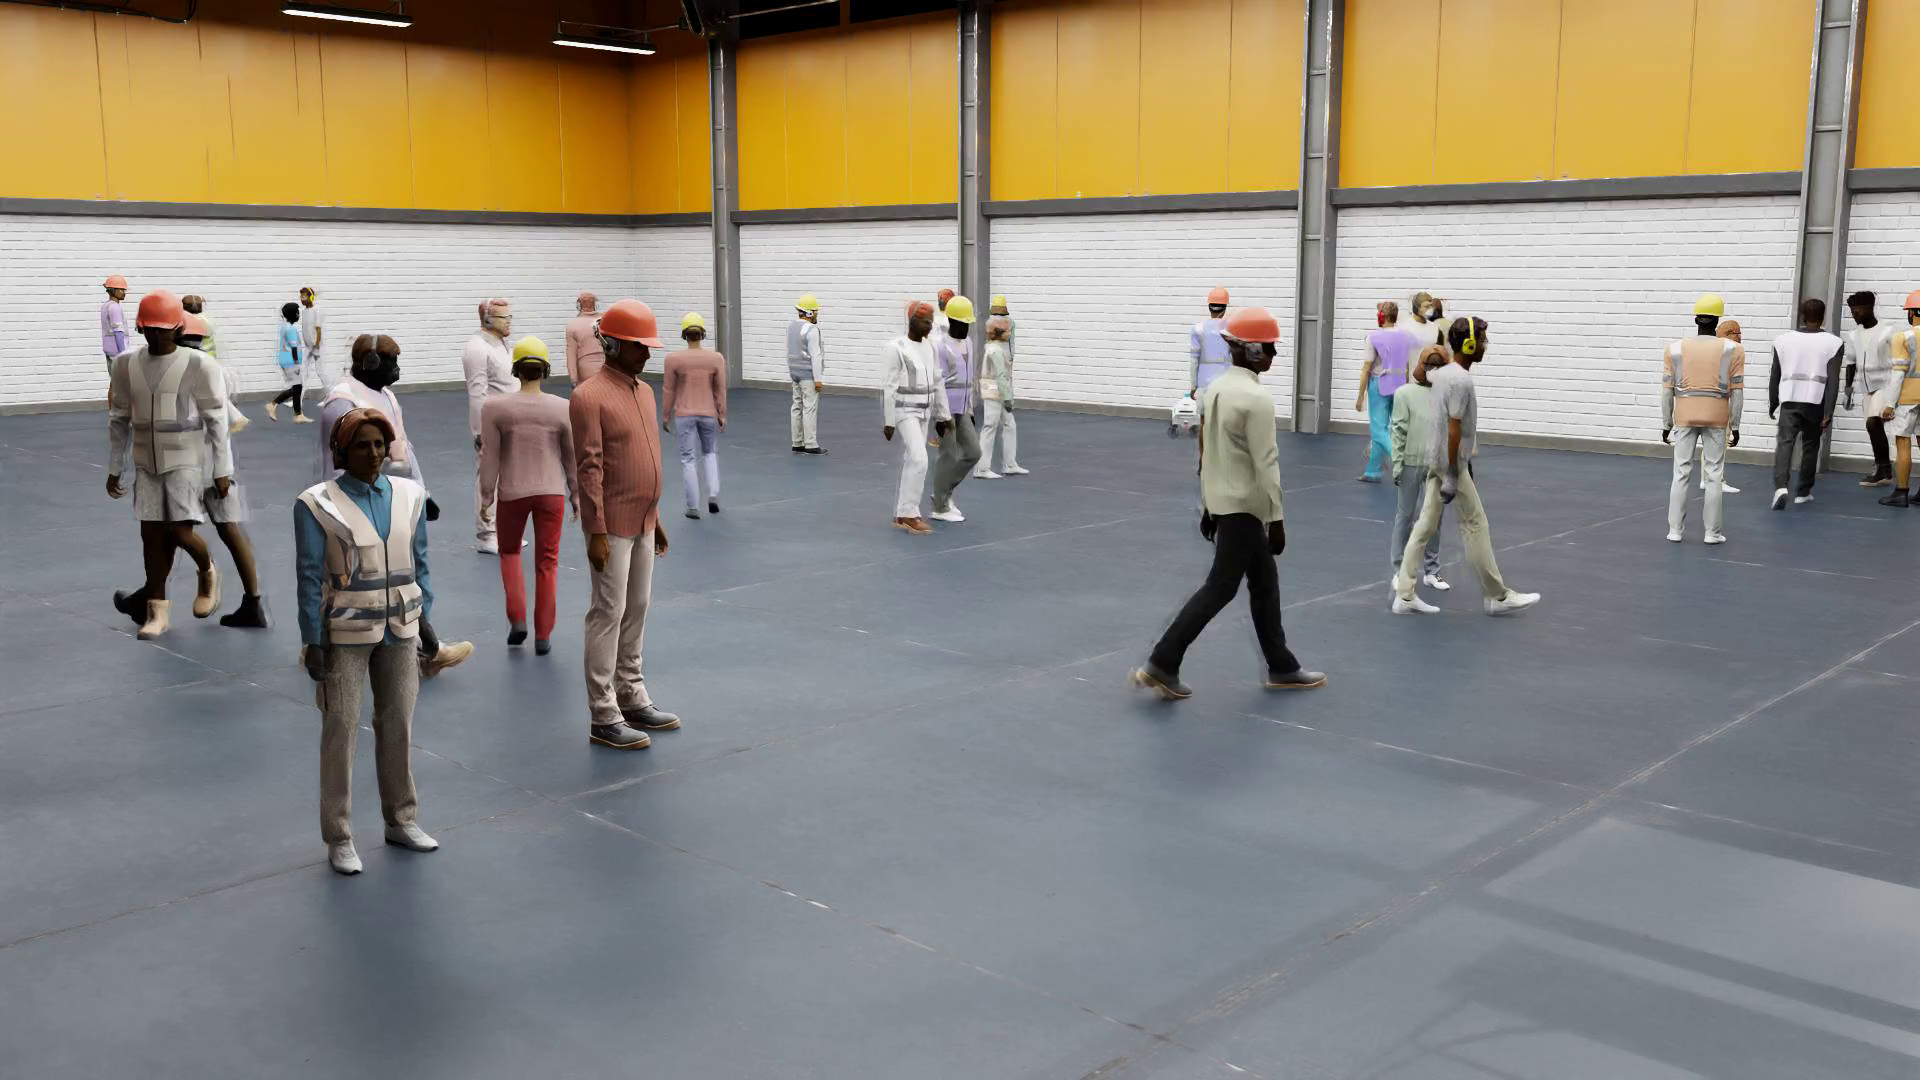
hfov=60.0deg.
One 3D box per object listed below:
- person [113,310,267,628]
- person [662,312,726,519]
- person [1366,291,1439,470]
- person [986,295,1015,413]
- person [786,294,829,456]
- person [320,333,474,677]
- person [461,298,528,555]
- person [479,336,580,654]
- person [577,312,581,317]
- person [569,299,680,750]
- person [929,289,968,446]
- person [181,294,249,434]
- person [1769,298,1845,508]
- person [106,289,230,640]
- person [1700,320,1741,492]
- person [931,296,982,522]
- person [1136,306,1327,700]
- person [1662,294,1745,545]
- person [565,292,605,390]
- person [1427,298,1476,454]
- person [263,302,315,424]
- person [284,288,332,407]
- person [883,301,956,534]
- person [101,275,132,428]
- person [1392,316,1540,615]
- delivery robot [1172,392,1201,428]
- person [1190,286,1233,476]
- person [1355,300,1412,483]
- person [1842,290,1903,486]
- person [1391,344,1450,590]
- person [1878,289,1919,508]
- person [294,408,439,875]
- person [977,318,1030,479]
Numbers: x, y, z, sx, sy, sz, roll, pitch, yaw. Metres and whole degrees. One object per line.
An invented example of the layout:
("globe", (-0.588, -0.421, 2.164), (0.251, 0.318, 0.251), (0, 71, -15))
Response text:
("person", (-4.574, -0.407, 9.833), (1.016, 1.868, 0.554), (3, 10, 17))
("person", (-2.270, -1.055, 14.171), (0.531, 1.756, 0.421), (-4, 10, -22))
("person", (4.667, -1.630, 17.260), (0.644, 1.905, 0.979), (-6, 11, -34))
("person", (0.552, -2.585, 23.569), (0.493, 1.743, 0.296), (-6, 11, -33))
("person", (-1.737, -1.872, 18.925), (0.403, 1.831, 0.595), (-7, 12, -36))
("person", (-3.062, -0.184, 8.720), (0.944, 1.786, 0.631), (0, 9, -2))
("person", (-3.460, -0.853, 12.455), (0.403, 1.906, 0.650), (0, 9, 3))
("person", (-2.367, -0.248, 9.193), (0.560, 1.749, 0.426), (-2, 10, -15))
("person", (-6.616, -3.501, 29.521), (0.281, 1.633, 0.499), (-8, 12, -40))
("person", (-1.492, -0.076, 7.444), (0.392, 1.986, 0.609), (3, 10, 16))
("person", (-0.150, -2.052, 19.877), (0.576, 1.883, 0.355), (-8, 12, -41))
("person", (-9.635, -2.229, 21.225), (0.916, 1.812, 0.634), (-5, 11, -30))
("person", (7.496, -1.215, 14.820), (0.600, 1.869, 0.986), (7, 11, 35))
("person", (-4.567, -0.444, 9.646), (0.684, 2.007, 0.631), (1, 9, 4))
("person", (7.282, -1.275, 15.865), (0.284, 1.636, 0.500), (0, 9, 2))
("person", (-0.041, -1.088, 13.904), (0.429, 1.896, 0.633), (5, 11, 28))
("person", (1.342, -0.173, 8.168), (1.015, 1.952, 0.636), (-2, 9, -11))
("person", (5.707, -0.922, 12.813), (0.586, 1.928, 0.364), (5, 11, 29))
("person", (-4.197, -1.909, 19.086), (0.654, 1.866, 0.988), (-5, 11, -28))
("person", (5.461, -1.851, 18.936), (0.984, 1.784, 0.654), (5, 10, 27))
("person", (-9.115, -2.384, 22.514), (0.566, 1.677, 0.535), (-5, 10, -27))
("person", (-10.010, -2.957, 25.585), (0.553, 1.830, 0.808), (7, 11, 36))
("person", (-0.307, -0.981, 13.370), (0.629, 1.862, 0.576), (6, 11, 33))
("person", (-11.222, -2.511, 22.209), (0.387, 2.038, 0.615), (-7, 12, -38))
("person", (3.096, -0.439, 10.148), (0.935, 1.825, 0.536), (-1, 9, -5))
("delivery robot", (2.882, -1.620, 21.005), (0.477, 0.478, 0.707), (2, 9, 12))
("person", (2.619, -1.611, 17.003), (0.543, 1.939, 0.360), (2, 9, 12))
("person", (4.183, -1.418, 16.198), (0.574, 1.823, 0.815), (-6, 11, -33))
("person", (8.972, -1.477, 16.283), (0.690, 1.904, 0.643), (-3, 10, -15))
("person", (3.078, -0.475, 10.969), (0.498, 1.633, 0.282), (-1, 9, -8))
("person", (8.492, -1.257, 14.833), (0.551, 1.935, 0.375), (-2, 9, -10))
("person", (-2.101, 0.346, 5.919), (0.310, 1.638, 0.523), (8, 12, 39))
("person", (0.468, -1.415, 16.760), (0.665, 1.613, 0.552), (0, 9, -1))
